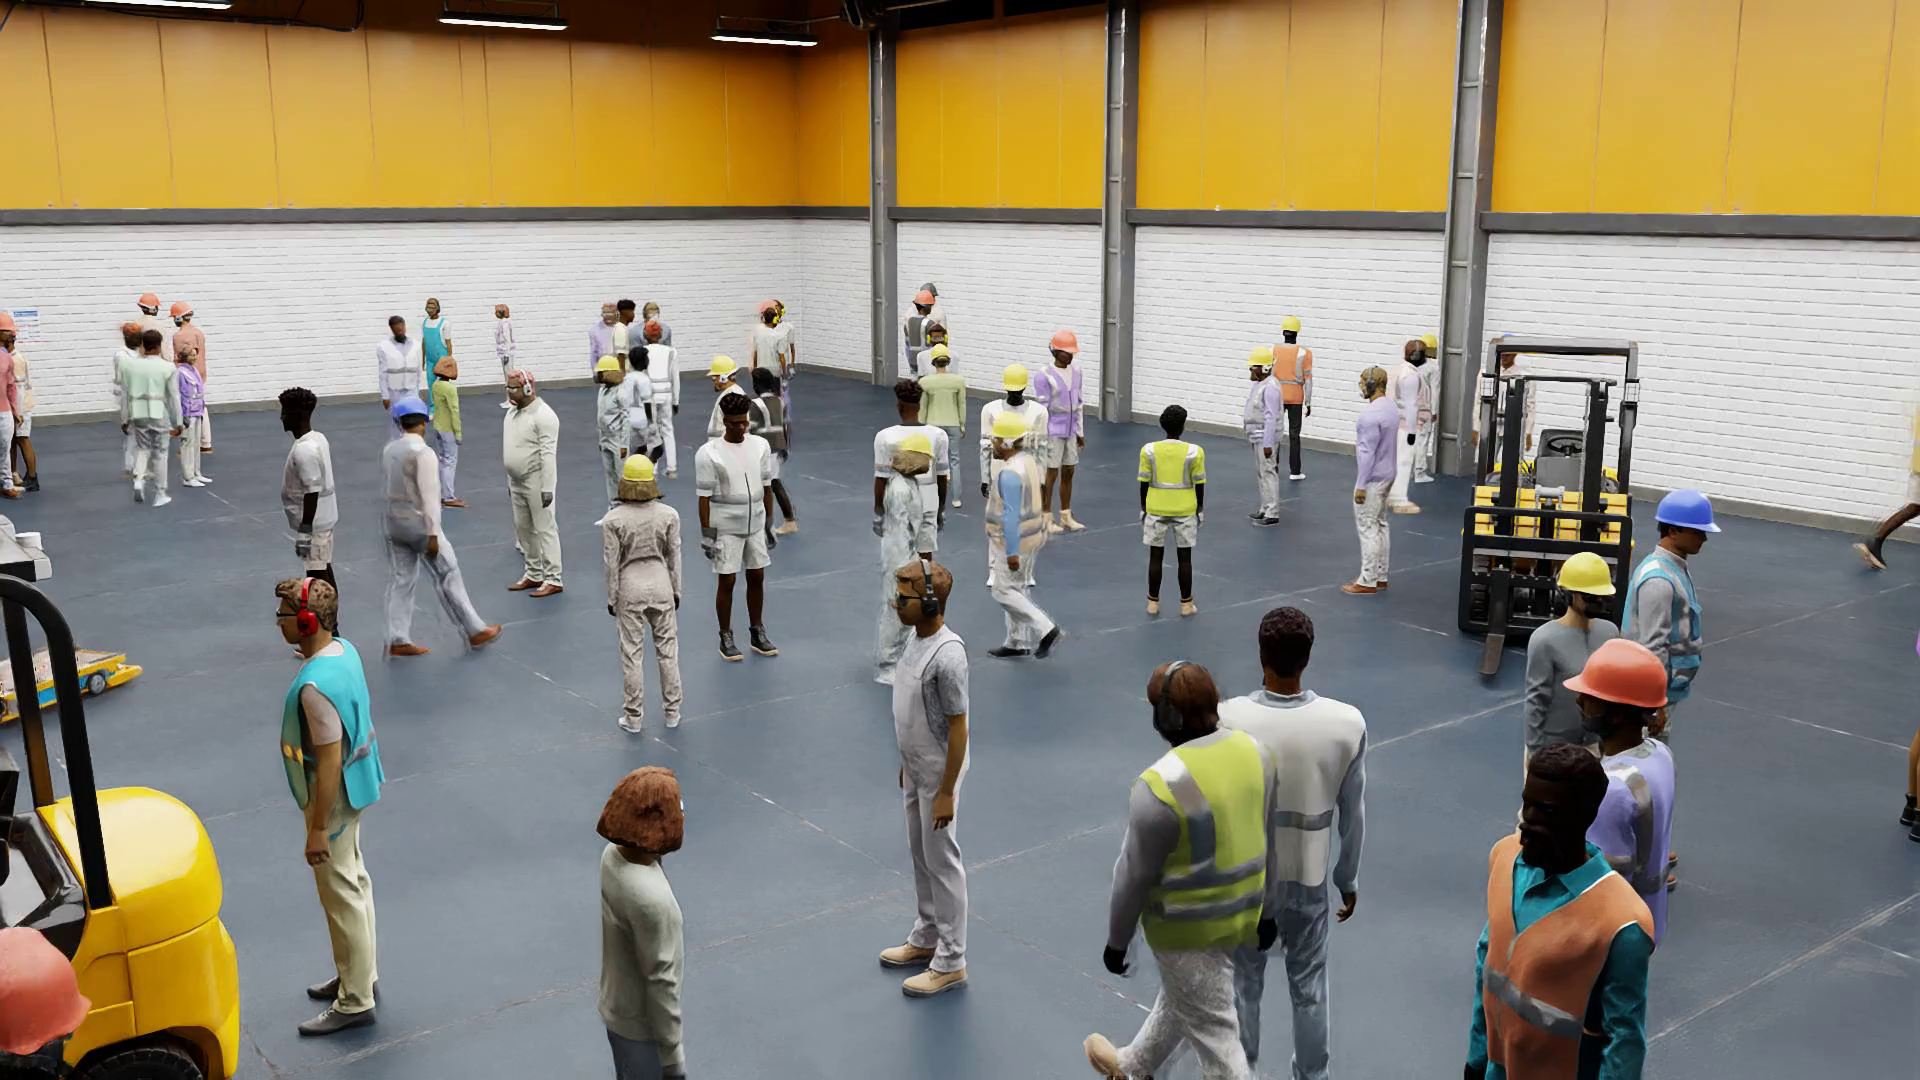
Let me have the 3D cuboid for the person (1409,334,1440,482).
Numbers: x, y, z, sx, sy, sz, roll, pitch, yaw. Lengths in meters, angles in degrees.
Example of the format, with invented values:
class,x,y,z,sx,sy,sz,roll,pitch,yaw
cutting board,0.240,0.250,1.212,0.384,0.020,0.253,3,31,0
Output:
class,x,y,z,sx,sy,sz,roll,pitch,yaw
person,5.396,-1.539,19.416,0.337,1.734,0.499,-9,15,-36

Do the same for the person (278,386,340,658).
class,x,y,z,sx,sy,sz,roll,pitch,yaw
person,-4.710,-0.134,12.059,0.368,1.967,0.600,-3,12,-13

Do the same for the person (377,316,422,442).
class,x,y,z,sx,sy,sz,roll,pitch,yaw
person,-6.887,-1.832,20.478,0.609,1.873,0.655,-11,16,-42

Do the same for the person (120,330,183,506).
class,x,y,z,sx,sy,sz,roll,pitch,yaw
person,-8.679,-1.296,17.850,0.639,1.893,0.473,-1,12,-3

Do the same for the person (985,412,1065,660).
class,x,y,z,sx,sy,sz,roll,pitch,yaw
person,0.437,-0.001,11.798,0.544,1.822,0.603,3,12,15

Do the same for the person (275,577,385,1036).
class,x,y,z,sx,sy,sz,roll,pitch,yaw
person,-2.504,1.047,6.652,0.382,1.845,0.571,-3,12,-13

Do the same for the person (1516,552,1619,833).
class,x,y,z,sx,sy,sz,roll,pitch,yaw
person,2.744,0.916,7.479,0.526,1.769,0.329,-6,13,-27

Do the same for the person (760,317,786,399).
class,x,y,z,sx,sy,sz,roll,pitch,yaw
person,-3.041,-3.127,27.318,0.500,1.636,0.281,5,13,21

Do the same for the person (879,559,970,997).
class,x,y,z,sx,sy,sz,roll,pitch,yaw
person,-0.137,0.982,6.964,0.333,1.844,0.514,-4,12,-20

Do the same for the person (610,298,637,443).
class,x,y,z,sx,sy,sz,roll,pitch,yaw
person,-4.457,-2.276,22.417,0.496,1.958,0.659,-3,12,-13

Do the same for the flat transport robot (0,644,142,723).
class,x,y,z,sx,sy,sz,roll,pitch,yaw
flat transport robot,-6.156,0.961,10.890,0.652,0.197,1.431,3,12,16

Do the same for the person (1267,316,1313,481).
class,x,y,z,sx,sy,sz,roll,pitch,yaw
person,3.842,-1.655,19.503,0.593,1.926,0.366,5,13,24

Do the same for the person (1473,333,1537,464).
class,x,y,z,sx,sy,sz,roll,pitch,yaw
person,5.518,-1.127,16.906,0.607,1.946,0.391,6,13,26

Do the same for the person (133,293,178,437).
class,x,y,z,sx,sy,sz,roll,pitch,yaw
person,-11.121,-2.405,22.957,0.622,1.993,0.382,5,13,21

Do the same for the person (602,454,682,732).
class,x,y,z,sx,sy,sz,roll,pitch,yaw
person,-1.971,0.331,10.360,0.486,1.744,0.294,-5,13,-22

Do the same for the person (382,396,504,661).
class,x,y,z,sx,sy,sz,roll,pitch,yaw
person,-3.840,-0.096,12.090,0.637,1.881,0.891,9,15,39

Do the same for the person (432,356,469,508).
class,x,y,z,sx,sy,sz,roll,pitch,yaw
person,-5.485,-1.159,17.847,0.294,1.625,0.502,-10,15,-39

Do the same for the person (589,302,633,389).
class,x,y,z,sx,sy,sz,roll,pitch,yaw
person,-4.773,-2.341,22.956,0.648,1.881,0.451,-1,12,-7

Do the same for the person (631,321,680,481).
class,x,y,z,sx,sy,sz,roll,pitch,yaw
person,-3.569,-1.630,19.547,0.584,1.868,0.418,-6,13,-27

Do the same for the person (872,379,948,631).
class,x,y,z,sx,sy,sz,roll,pitch,yaw
person,-0.379,-0.240,12.611,0.608,1.955,0.385,-5,13,-24

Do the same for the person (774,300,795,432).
class,x,y,z,sx,sy,sz,roll,pitch,yaw
person,-2.577,-2.448,23.486,0.510,1.867,0.329,3,12,13

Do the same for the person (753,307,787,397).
class,x,y,z,sx,sy,sz,roll,pitch,yaw
person,-2.531,-2.180,22.232,0.525,1.854,0.342,5,13,24

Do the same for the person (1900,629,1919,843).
class,x,y,z,sx,sy,sz,roll,pitch,yaw
person,5.118,0.610,8.540,0.359,1.939,0.543,5,13,22

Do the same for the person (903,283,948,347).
class,x,y,z,sx,sy,sz,roll,pitch,yaw
person,-0.475,-2.848,24.990,0.687,2.000,0.535,5,13,23

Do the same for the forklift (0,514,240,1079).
class,x,y,z,sx,sy,sz,roll,pitch,yaw
forklift,-3.687,1.115,5.480,2.313,2.155,1.214,-9,15,-36

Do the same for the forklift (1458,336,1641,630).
class,x,y,z,sx,sy,sz,roll,pitch,yaw
forklift,4.683,-0.471,13.136,1.214,2.155,2.313,4,12,20

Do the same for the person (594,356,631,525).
class,x,y,z,sx,sy,sz,roll,pitch,yaw
person,-3.481,-0.975,16.666,0.312,1.744,0.487,-11,16,-42

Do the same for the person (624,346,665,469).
class,x,y,z,sx,sy,sz,roll,pitch,yaw
person,-3.505,-1.304,18.377,0.355,1.684,0.555,-8,14,-35

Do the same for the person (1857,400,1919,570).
class,x,y,z,sx,sy,sz,roll,pitch,yaw
person,8.494,-0.645,14.612,0.909,1.939,0.612,1,12,3

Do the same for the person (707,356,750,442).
class,x,y,z,sx,sy,sz,roll,pitch,yaw
person,-2.203,-0.847,15.883,0.403,1.817,0.601,0,12,-1

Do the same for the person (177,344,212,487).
class,x,y,z,sx,sy,sz,roll,pitch,yaw
person,-8.847,-1.433,19.137,0.310,1.636,0.523,-1,12,-7

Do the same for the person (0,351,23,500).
class,x,y,z,sx,sy,sz,roll,pitch,yaw
person,-10.568,-1.373,18.121,0.350,1.935,0.635,8,14,32

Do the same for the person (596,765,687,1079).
class,x,y,z,sx,sy,sz,roll,pitch,yaw
person,-0.964,1.479,5.108,0.278,1.628,0.505,-6,13,-25

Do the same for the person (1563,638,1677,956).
class,x,y,z,sx,sy,sz,roll,pitch,yaw
person,2.078,1.263,5.375,0.352,1.942,0.546,8,14,34

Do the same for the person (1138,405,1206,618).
class,x,y,z,sx,sy,sz,roll,pitch,yaw
person,1.673,-0.226,13.154,0.540,1.698,0.317,3,12,14

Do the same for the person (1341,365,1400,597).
class,x,y,z,sx,sy,sz,roll,pitch,yaw
person,3.460,-0.495,13.908,0.374,1.929,0.635,7,14,30

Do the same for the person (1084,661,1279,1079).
class,x,y,z,sx,sy,sz,roll,pitch,yaw
person,0.735,1.278,5.677,0.636,1.784,0.981,-11,16,-42

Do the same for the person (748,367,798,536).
class,x,y,z,sx,sy,sz,roll,pitch,yaw
person,-1.941,-0.872,16.386,0.833,1.646,0.572,5,13,24

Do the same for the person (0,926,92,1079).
class,x,y,z,sx,sy,sz,roll,pitch,yaw
person,-1.761,1.688,3.226,0.618,1.981,1.047,-1,12,-5

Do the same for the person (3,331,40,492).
class,x,y,z,sx,sy,sz,roll,pitch,yaw
person,-10.652,-1.493,18.734,0.391,1.929,0.546,-8,14,-35

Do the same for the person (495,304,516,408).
class,x,y,z,sx,sy,sz,roll,pitch,yaw
person,-7.155,-2.897,26.201,0.311,1.638,0.521,-4,12,-19

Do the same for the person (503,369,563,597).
class,x,y,z,sx,sy,sz,roll,pitch,yaw
person,-3.600,-0.475,13.888,0.650,1.900,0.399,10,16,41

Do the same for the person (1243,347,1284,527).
class,x,y,z,sx,sy,sz,roll,pitch,yaw
person,3.061,-1.044,16.846,0.421,1.819,0.602,0,12,0

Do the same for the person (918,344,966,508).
class,x,y,z,sx,sy,sz,roll,pitch,yaw
person,-0.195,-1.211,17.776,0.527,1.761,0.334,-1,12,-7

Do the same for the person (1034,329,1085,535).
class,x,y,z,sx,sy,sz,roll,pitch,yaw
person,1.008,-1.061,16.390,0.613,2.033,0.411,-10,16,-41

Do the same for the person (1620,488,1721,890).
class,x,y,z,sx,sy,sz,roll,pitch,yaw
person,3.398,0.705,8.064,0.406,1.942,0.614,6,13,25

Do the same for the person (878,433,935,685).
class,x,y,z,sx,sy,sz,roll,pitch,yaw
person,-0.386,0.142,11.346,0.399,1.719,0.655,2,12,10

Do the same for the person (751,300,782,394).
class,x,y,z,sx,sy,sz,roll,pitch,yaw
person,-2.671,-2.311,22.688,0.504,1.916,0.571,-4,12,-20

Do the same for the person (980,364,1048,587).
class,x,y,z,sx,sy,sz,roll,pitch,yaw
person,0.463,-0.548,14.182,0.585,1.917,0.382,-1,12,-3

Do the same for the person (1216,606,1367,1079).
class,x,y,z,sx,sy,sz,roll,pitch,yaw
person,1.118,1.176,5.850,0.596,1.918,0.380,0,12,-1

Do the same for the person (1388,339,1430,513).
class,x,y,z,sx,sy,sz,roll,pitch,yaw
person,4.728,-1.197,17.555,0.432,1.832,0.630,1,12,4

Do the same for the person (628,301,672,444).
class,x,y,z,sx,sy,sz,roll,pitch,yaw
person,-4.115,-2.218,22.224,0.636,1.929,0.380,-10,15,-39

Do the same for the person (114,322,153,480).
class,x,y,z,sx,sy,sz,roll,pitch,yaw
person,-9.693,-1.623,19.501,0.476,1.861,0.594,-2,12,-11

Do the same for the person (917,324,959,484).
class,x,y,z,sx,sy,sz,roll,pitch,yaw
person,-0.253,-1.576,19.298,0.511,1.861,0.322,0,12,-1

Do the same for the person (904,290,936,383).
class,x,y,z,sx,sy,sz,roll,pitch,yaw
person,-0.494,-2.387,22.760,0.378,2.044,0.608,-10,15,-40

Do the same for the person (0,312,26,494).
class,x,y,z,sx,sy,sz,roll,pitch,yaw
person,-10.682,-1.533,18.668,0.408,2.035,0.609,-1,12,-7

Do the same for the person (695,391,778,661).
class,x,y,z,sx,sy,sz,roll,pitch,yaw
person,-1.595,-0.100,11.949,0.614,1.951,0.388,-9,15,-37

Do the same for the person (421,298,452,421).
class,x,y,z,sx,sy,sz,roll,pitch,yaw
person,-7.728,-2.656,24.570,0.515,1.837,0.337,5,13,21

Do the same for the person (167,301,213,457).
class,x,y,z,sx,sy,sz,roll,pitch,yaw
person,-9.891,-2.060,21.332,0.413,1.984,0.624,1,12,5

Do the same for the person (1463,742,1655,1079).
class,x,y,z,sx,sy,sz,roll,pitch,yaw
person,1.576,1.460,4.474,0.386,1.921,0.595,-4,12,-18
